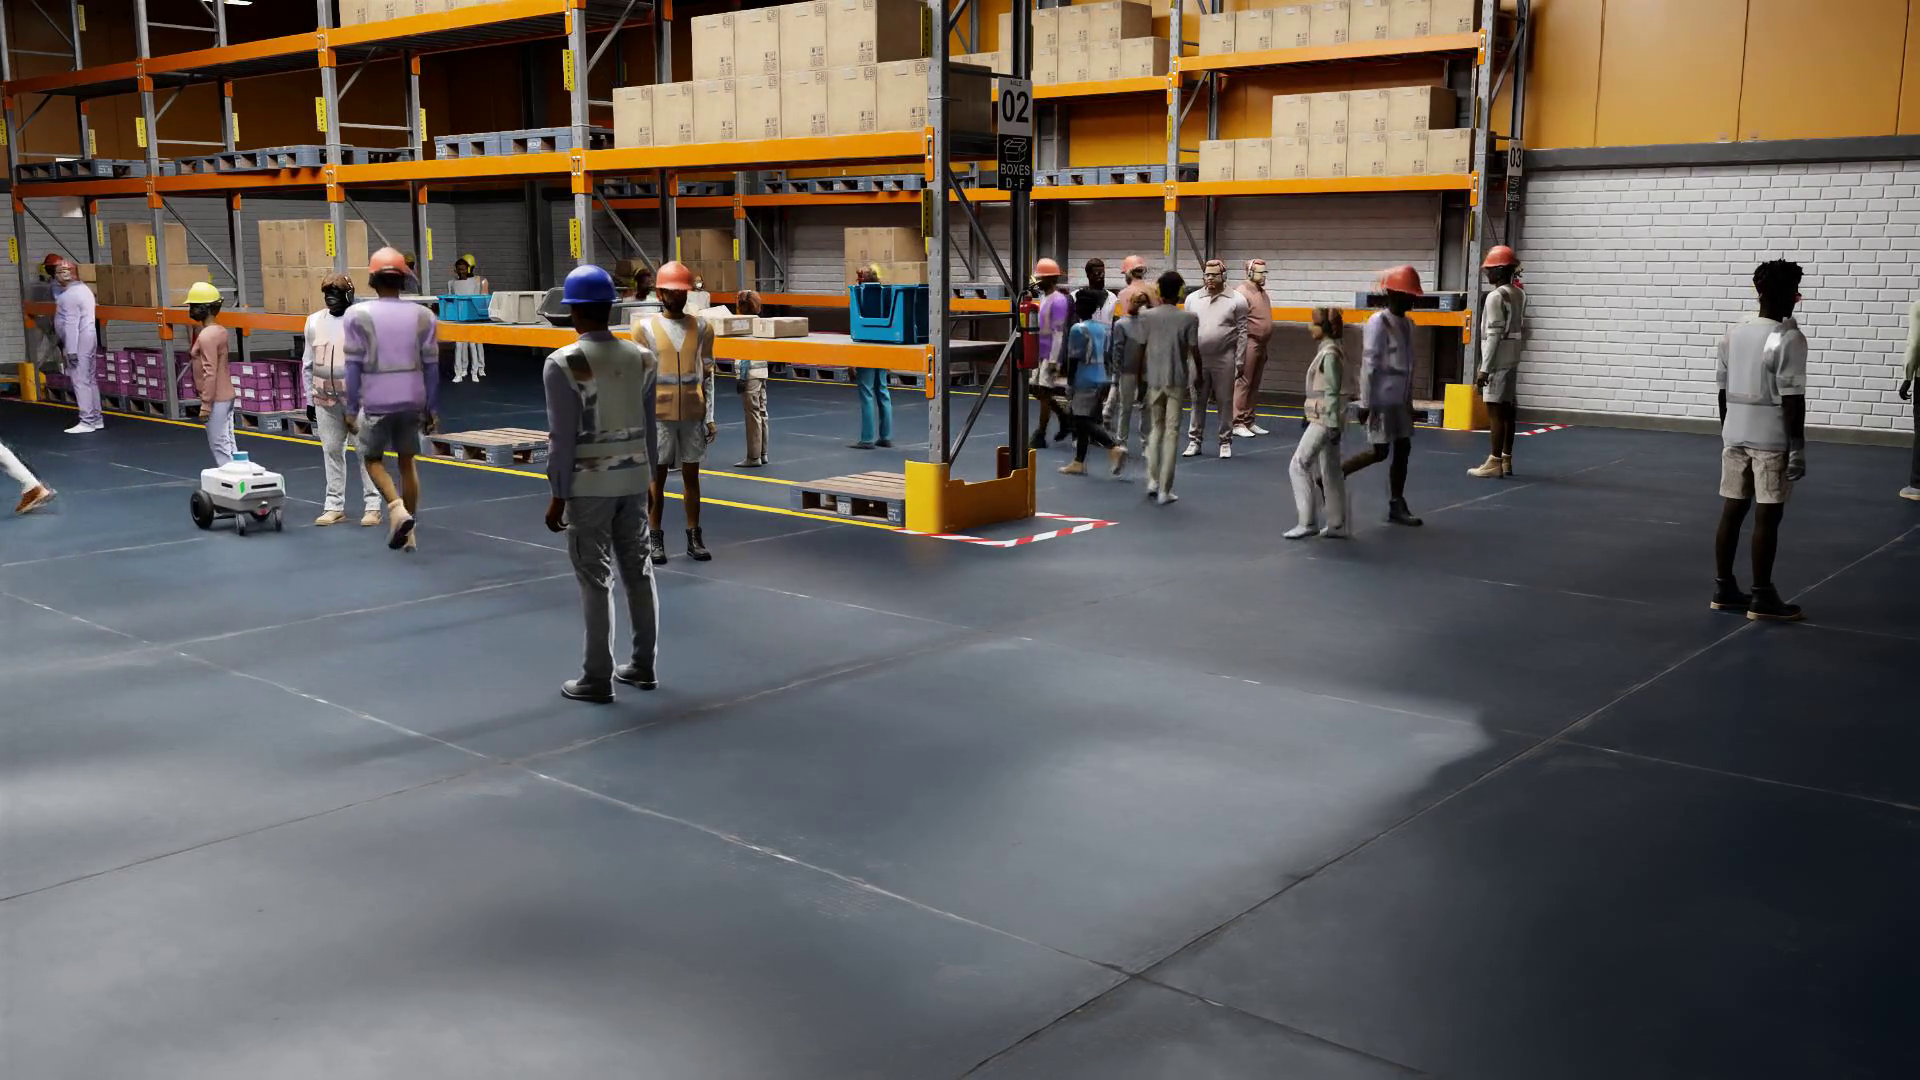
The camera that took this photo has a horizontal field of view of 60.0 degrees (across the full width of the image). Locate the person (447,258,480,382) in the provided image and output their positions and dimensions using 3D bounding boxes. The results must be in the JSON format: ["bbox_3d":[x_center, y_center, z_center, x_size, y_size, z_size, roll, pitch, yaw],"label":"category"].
[{"bbox_3d":[-7.493,-3.309,25.121,0.509,1.868,0.328,-2,10,-9],"label":"person"}]

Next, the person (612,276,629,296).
[{"bbox_3d":[-3.984,-2.246,19.549,0.318,1.696,0.535,7,12,33],"label":"person"}]

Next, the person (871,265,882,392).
[{"bbox_3d":[-1.264,-3.004,23.640,0.604,1.778,0.752,-8,13,-39],"label":"person"}]

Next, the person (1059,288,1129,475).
[{"bbox_3d":[1.182,-1.374,14.624,0.676,1.677,0.533,6,11,30],"label":"person"}]

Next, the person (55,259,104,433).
[{"bbox_3d":[-9.710,-2.120,18.273,0.396,1.901,0.660,-2,10,-12],"label":"person"}]

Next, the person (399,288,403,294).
[{"bbox_3d":[-6.619,-2.229,19.424,0.868,1.702,0.516,9,13,41],"label":"person"}]

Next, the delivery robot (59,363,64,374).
[{"bbox_3d":[-12.202,-2.383,23.311,0.707,0.478,0.477,-2,10,-8],"label":"delivery robot"}]

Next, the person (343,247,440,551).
[{"bbox_3d":[-3.735,-0.910,10.996,0.629,2.027,0.530,-7,12,-35],"label":"person"}]

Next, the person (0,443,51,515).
[{"bbox_3d":[-7.401,-1.064,12.427,0.967,1.846,0.584,-1,10,-7],"label":"person"}]

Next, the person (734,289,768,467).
[{"bbox_3d":[-1.933,-1.496,15.432,0.308,1.644,0.514,2,10,10],"label":"person"}]

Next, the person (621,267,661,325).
[{"bbox_3d":[-3.325,-1.903,17.214,0.520,1.840,0.732,-9,14,-43],"label":"person"}]

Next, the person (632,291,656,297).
[{"bbox_3d":[-4.916,-3.358,26.050,0.274,1.636,0.507,7,12,33],"label":"person"}]

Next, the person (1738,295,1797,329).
[{"bbox_3d":[7.772,-1.645,16.062,0.528,1.733,0.901,5,11,27],"label":"person"}]

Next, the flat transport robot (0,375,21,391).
[{"bbox_3d":[-13.343,-2.195,23.316,1.431,0.197,0.652,1,10,7],"label":"flat transport robot"}]

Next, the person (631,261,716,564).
[{"bbox_3d":[-1.832,-0.817,10.721,0.545,1.941,0.351,-4,11,-22],"label":"person"}]

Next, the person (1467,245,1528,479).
[{"bbox_3d":[4.734,-1.561,14.662,0.372,2.045,0.605,8,13,38],"label":"person"}]

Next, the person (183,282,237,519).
[{"bbox_3d":[-5.600,-1.037,12.468,0.311,1.769,0.522,-2,10,-13],"label":"person"}]

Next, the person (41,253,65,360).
[{"bbox_3d":[-13.446,-3.293,24.814,0.359,1.941,0.546,-3,10,-15],"label":"person"}]

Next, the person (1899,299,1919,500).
[{"bbox_3d":[7.885,-1.307,13.358,0.623,1.990,0.391,1,10,8],"label":"person"}]

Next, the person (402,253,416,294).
[{"bbox_3d":[-10.440,-4.502,31.731,0.587,1.930,0.355,-7,12,-36],"label":"person"}]

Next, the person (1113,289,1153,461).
[{"bbox_3d":[1.704,-1.571,15.888,0.504,1.632,0.281,-2,10,-9],"label":"person"}]

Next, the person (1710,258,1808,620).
[{"bbox_3d":[4.403,-0.550,9.121,0.367,1.966,0.603,-3,10,-16],"label":"person"}]

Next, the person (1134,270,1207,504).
[{"bbox_3d":[1.695,-1.217,13.270,0.537,1.848,0.617,5,11,28],"label":"person"}]

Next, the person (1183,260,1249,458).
[{"bbox_3d":[2.438,-1.741,16.075,0.651,1.907,0.409,4,11,21],"label":"person"}]

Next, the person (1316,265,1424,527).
[{"bbox_3d":[3.065,-1.061,12.209,0.581,1.908,0.703,-10,14,-44],"label":"person"}]

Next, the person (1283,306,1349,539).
[{"bbox_3d":[2.465,-0.804,11.554,0.554,1.622,0.520,3,10,16],"label":"person"}]

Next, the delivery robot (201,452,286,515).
[{"bbox_3d":[-5.166,-0.393,11.978,0.707,0.478,0.477,9,13,42],"label":"delivery robot"}]

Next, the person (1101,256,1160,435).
[{"bbox_3d":[1.899,-2.126,18.185,0.582,1.926,1.082,-6,12,-31],"label":"person"}]

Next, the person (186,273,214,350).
[{"bbox_3d":[-10.709,-2.944,23.543,0.983,1.694,0.534,8,13,40],"label":"person"}]

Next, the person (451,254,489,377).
[{"bbox_3d":[-7.717,-3.533,26.214,0.587,1.929,0.361,-3,10,-14],"label":"person"}]

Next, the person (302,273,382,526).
[{"bbox_3d":[-4.474,-1.012,12.109,0.635,1.841,0.429,1,10,4],"label":"person"}]

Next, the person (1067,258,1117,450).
[{"bbox_3d":[1.335,-1.876,16.807,0.587,1.920,0.392,-6,12,-32],"label":"person"}]

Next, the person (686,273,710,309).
[{"bbox_3d":[-4.083,-3.322,25.850,0.497,1.634,0.278,-8,13,-37],"label":"person"}]

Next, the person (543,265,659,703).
[{"bbox_3d":[-1.608,-0.247,7.451,0.406,1.947,0.607,8,13,38],"label":"person"}]

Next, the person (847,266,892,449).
[{"bbox_3d":[-0.886,-1.831,16.770,0.373,1.840,0.570,9,13,42],"label":"person"}]

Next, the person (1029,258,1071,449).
[{"bbox_3d":[0.902,-1.880,16.819,0.648,1.924,0.567,-3,10,-17],"label":"person"}]

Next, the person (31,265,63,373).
[{"bbox_3d":[-14.083,-3.341,25.582,0.668,1.770,0.939,1,10,8],"label":"person"}]

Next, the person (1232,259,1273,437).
[{"bbox_3d":[3.161,-2.064,17.919,0.402,1.906,0.652,7,12,34],"label":"person"}]
